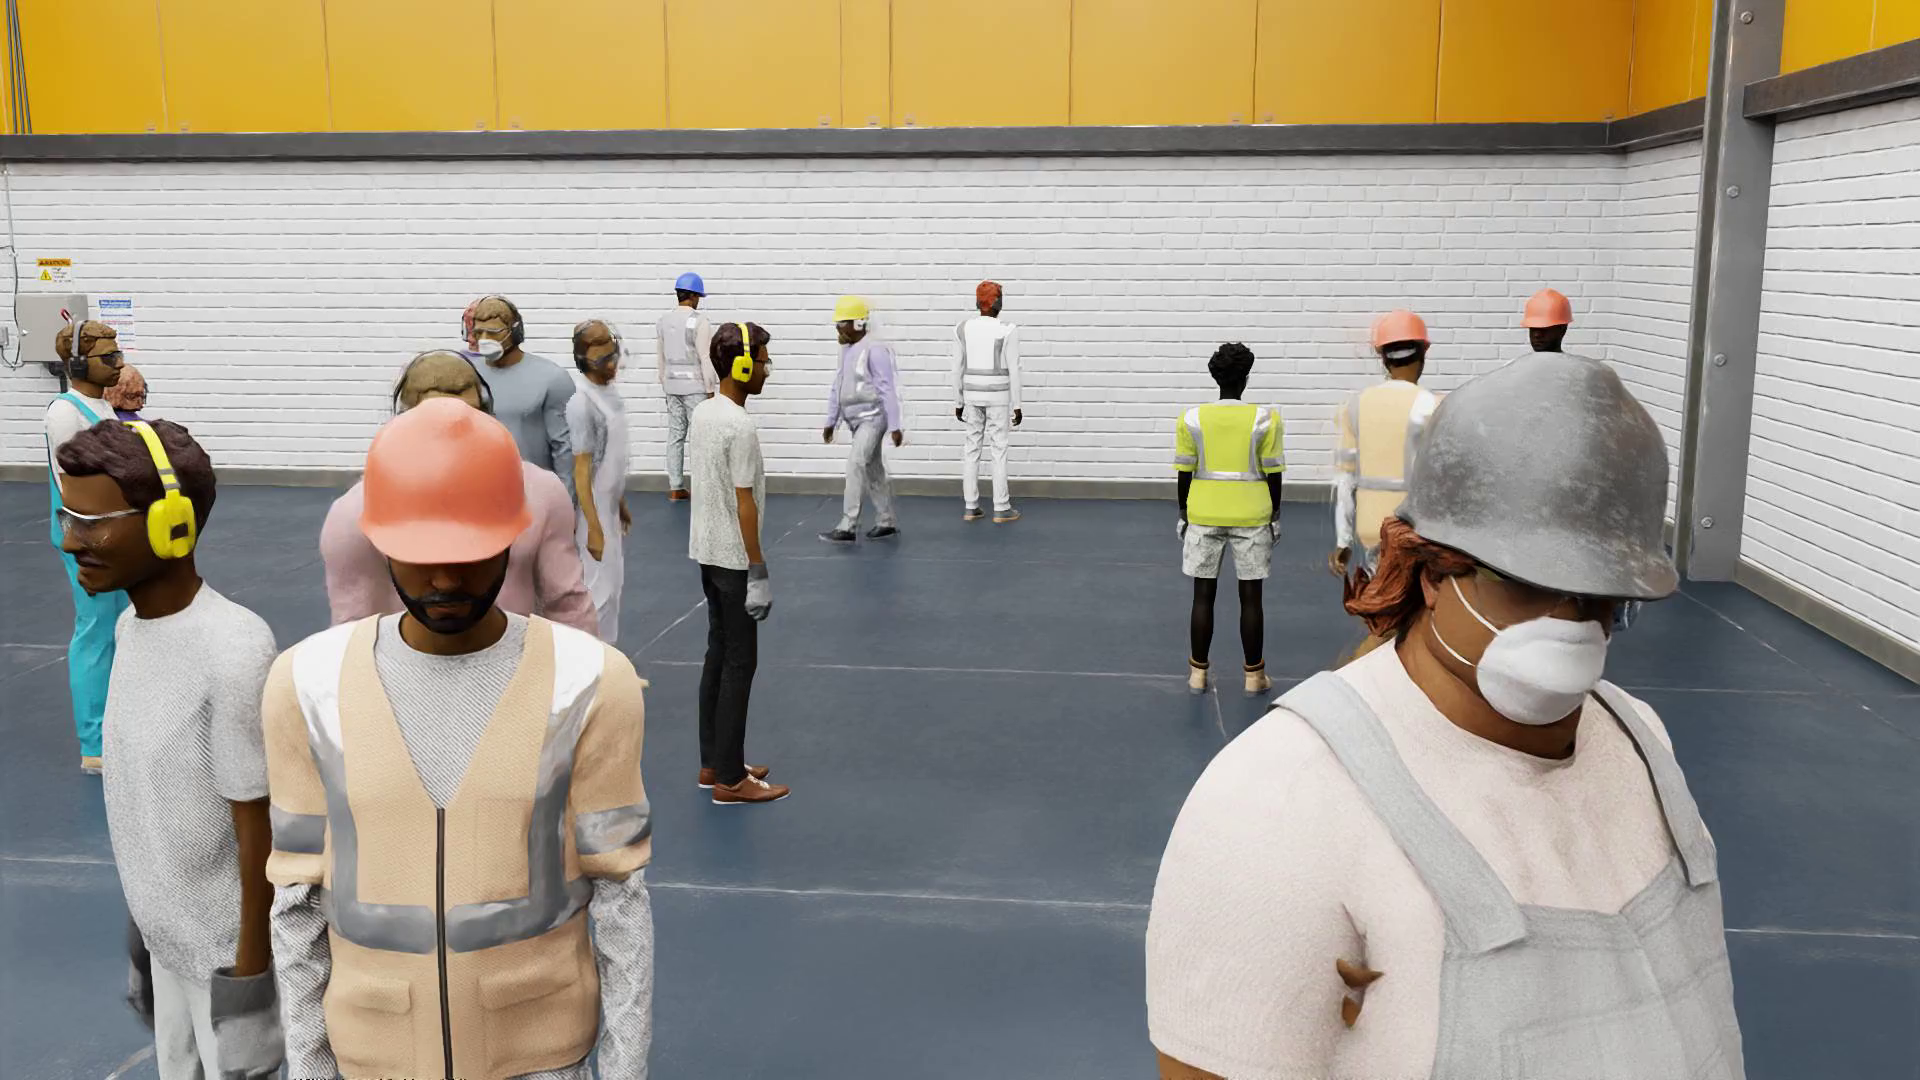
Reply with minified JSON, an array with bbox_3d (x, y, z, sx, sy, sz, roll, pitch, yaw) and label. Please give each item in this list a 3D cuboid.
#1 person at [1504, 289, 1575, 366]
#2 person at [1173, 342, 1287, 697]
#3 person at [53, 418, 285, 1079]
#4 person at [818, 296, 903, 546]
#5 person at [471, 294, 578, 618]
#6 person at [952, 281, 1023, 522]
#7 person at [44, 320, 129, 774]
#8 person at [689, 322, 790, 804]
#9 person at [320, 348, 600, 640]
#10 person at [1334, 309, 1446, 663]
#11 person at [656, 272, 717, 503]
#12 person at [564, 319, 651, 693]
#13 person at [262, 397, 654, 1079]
[{"bbox_3d":[3.023,-0.332,8.651,0.399,1.928,0.542,-9,14,-43],"label":"person"},{"bbox_3d":[1.281,-0.091,7.930,0.533,1.692,0.319,3,10,16],"label":"person"},{"bbox_3d":[-1.293,0.718,2.825,0.506,1.864,0.332,9,14,43],"label":"person"},{"bbox_3d":[-0.765,-0.845,11.960,0.819,1.794,0.655,-6,11,-29],"label":"person"},{"bbox_3d":[-2.040,-0.146,7.578,0.637,1.930,0.373,1,10,7],"label":"person"},{"bbox_3d":[0.221,-1.078,13.028,0.587,1.882,0.341,5,11,26],"label":"person"},{"bbox_3d":[-3.502,0.030,6.798,0.345,1.847,0.504,-2,10,-12],"label":"person"},{"bbox_3d":[-0.862,0.095,6.412,0.343,1.857,0.521,-5,11,-28],"label":"person"},{"bbox_3d":[-1.260,0.457,4.250,0.644,1.897,1.010,-9,13,-40],"label":"person"},{"bbox_3d":[1.796,-0.031,7.057,0.957,1.889,0.551,-8,13,-38],"label":"person"},{"bbox_3d":[-2.259,-1.256,13.897,0.602,1.939,0.397,7,12,35],"label":"person"},{"bbox_3d":[-1.708,-0.117,7.760,0.414,1.814,0.557,0,10,1],"label":"person"},{"bbox_3d":[-0.728,0.747,2.466,0.550,1.925,0.390,-1,10,-8],"label":"person"}]
